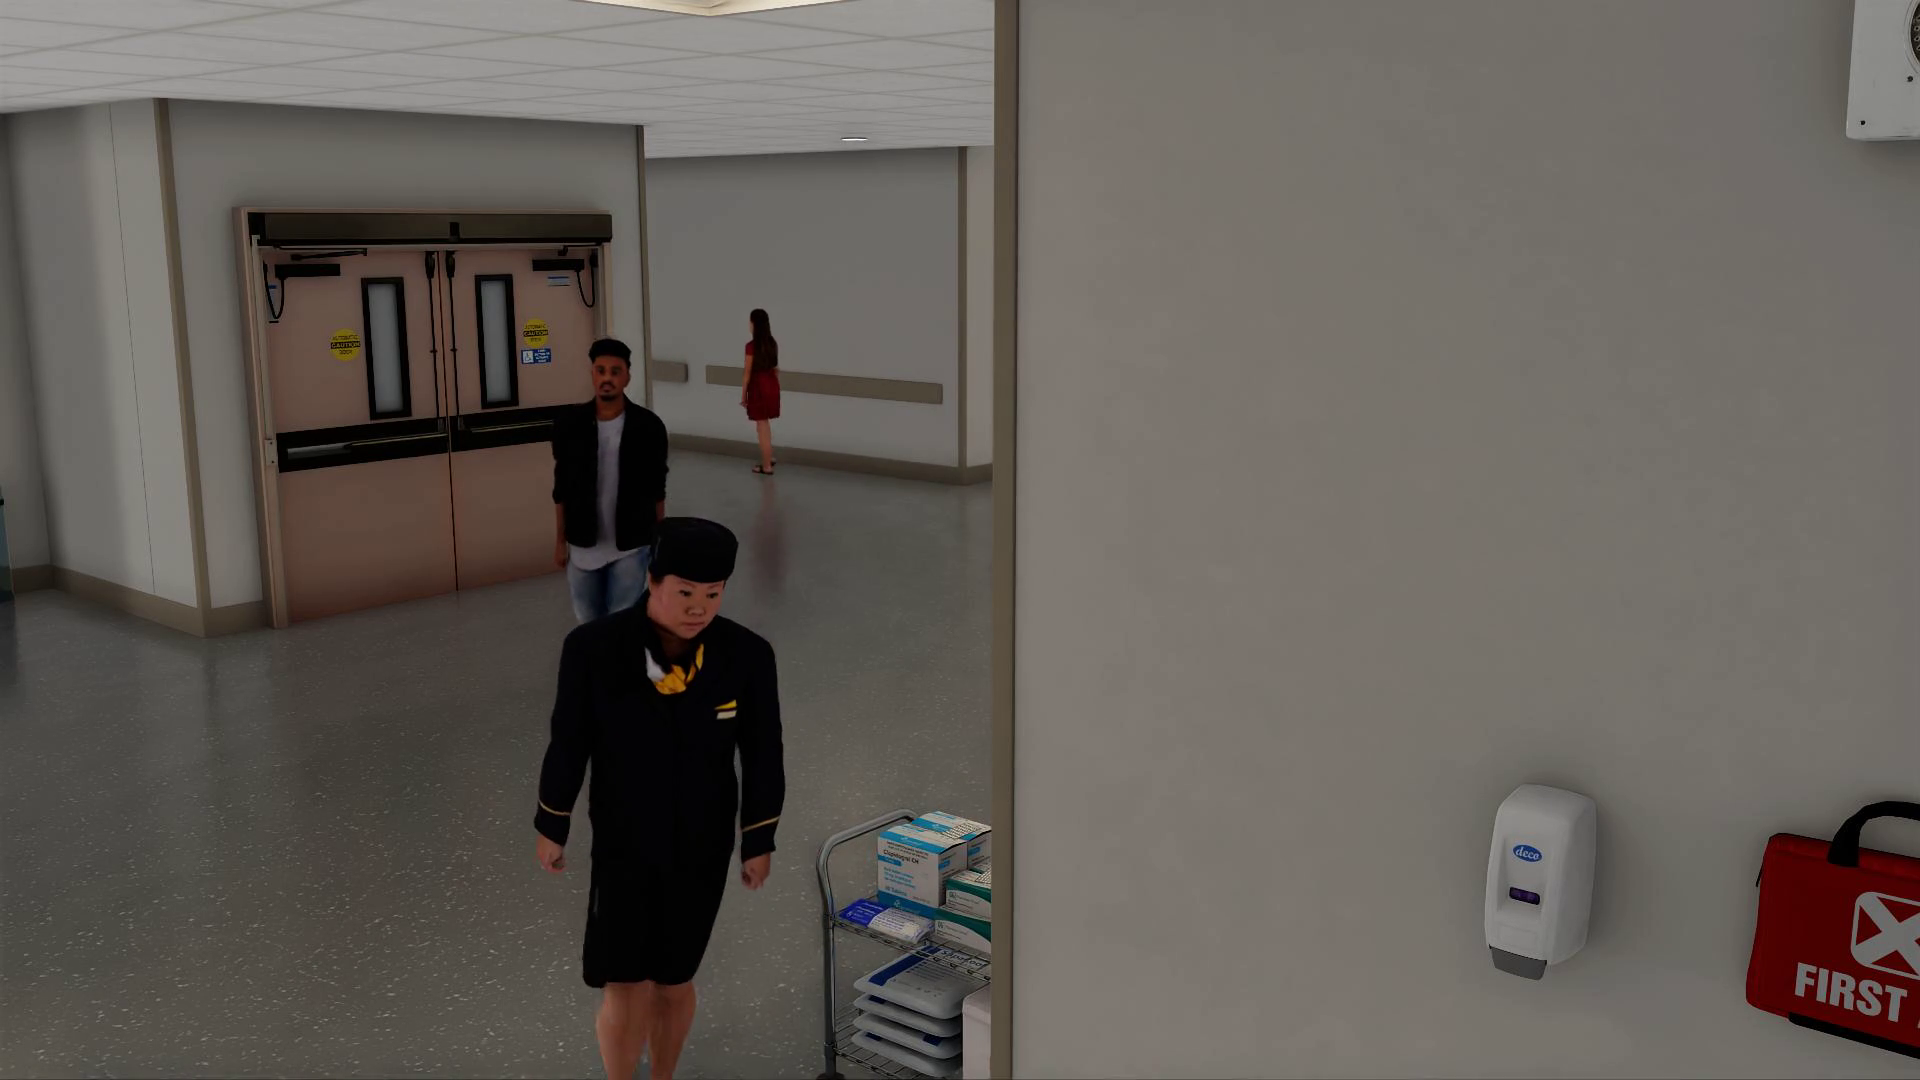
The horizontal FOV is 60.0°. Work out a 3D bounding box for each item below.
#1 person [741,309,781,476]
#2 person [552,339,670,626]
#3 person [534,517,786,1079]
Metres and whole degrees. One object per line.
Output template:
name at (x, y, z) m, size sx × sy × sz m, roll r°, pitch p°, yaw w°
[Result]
person at (-1.792, -1.382, 15.545) m, size 0.601 × 1.547 × 0.556 m, roll 9°, pitch 14°, yaw 40°
person at (-1.631, -0.038, 7.814) m, size 1.087 × 1.790 × 1.206 m, roll 0°, pitch 11°, yaw 1°
person at (-0.725, 0.738, 4.107) m, size 0.846 × 1.646 × 0.930 m, roll -1°, pitch 11°, yaw -6°
